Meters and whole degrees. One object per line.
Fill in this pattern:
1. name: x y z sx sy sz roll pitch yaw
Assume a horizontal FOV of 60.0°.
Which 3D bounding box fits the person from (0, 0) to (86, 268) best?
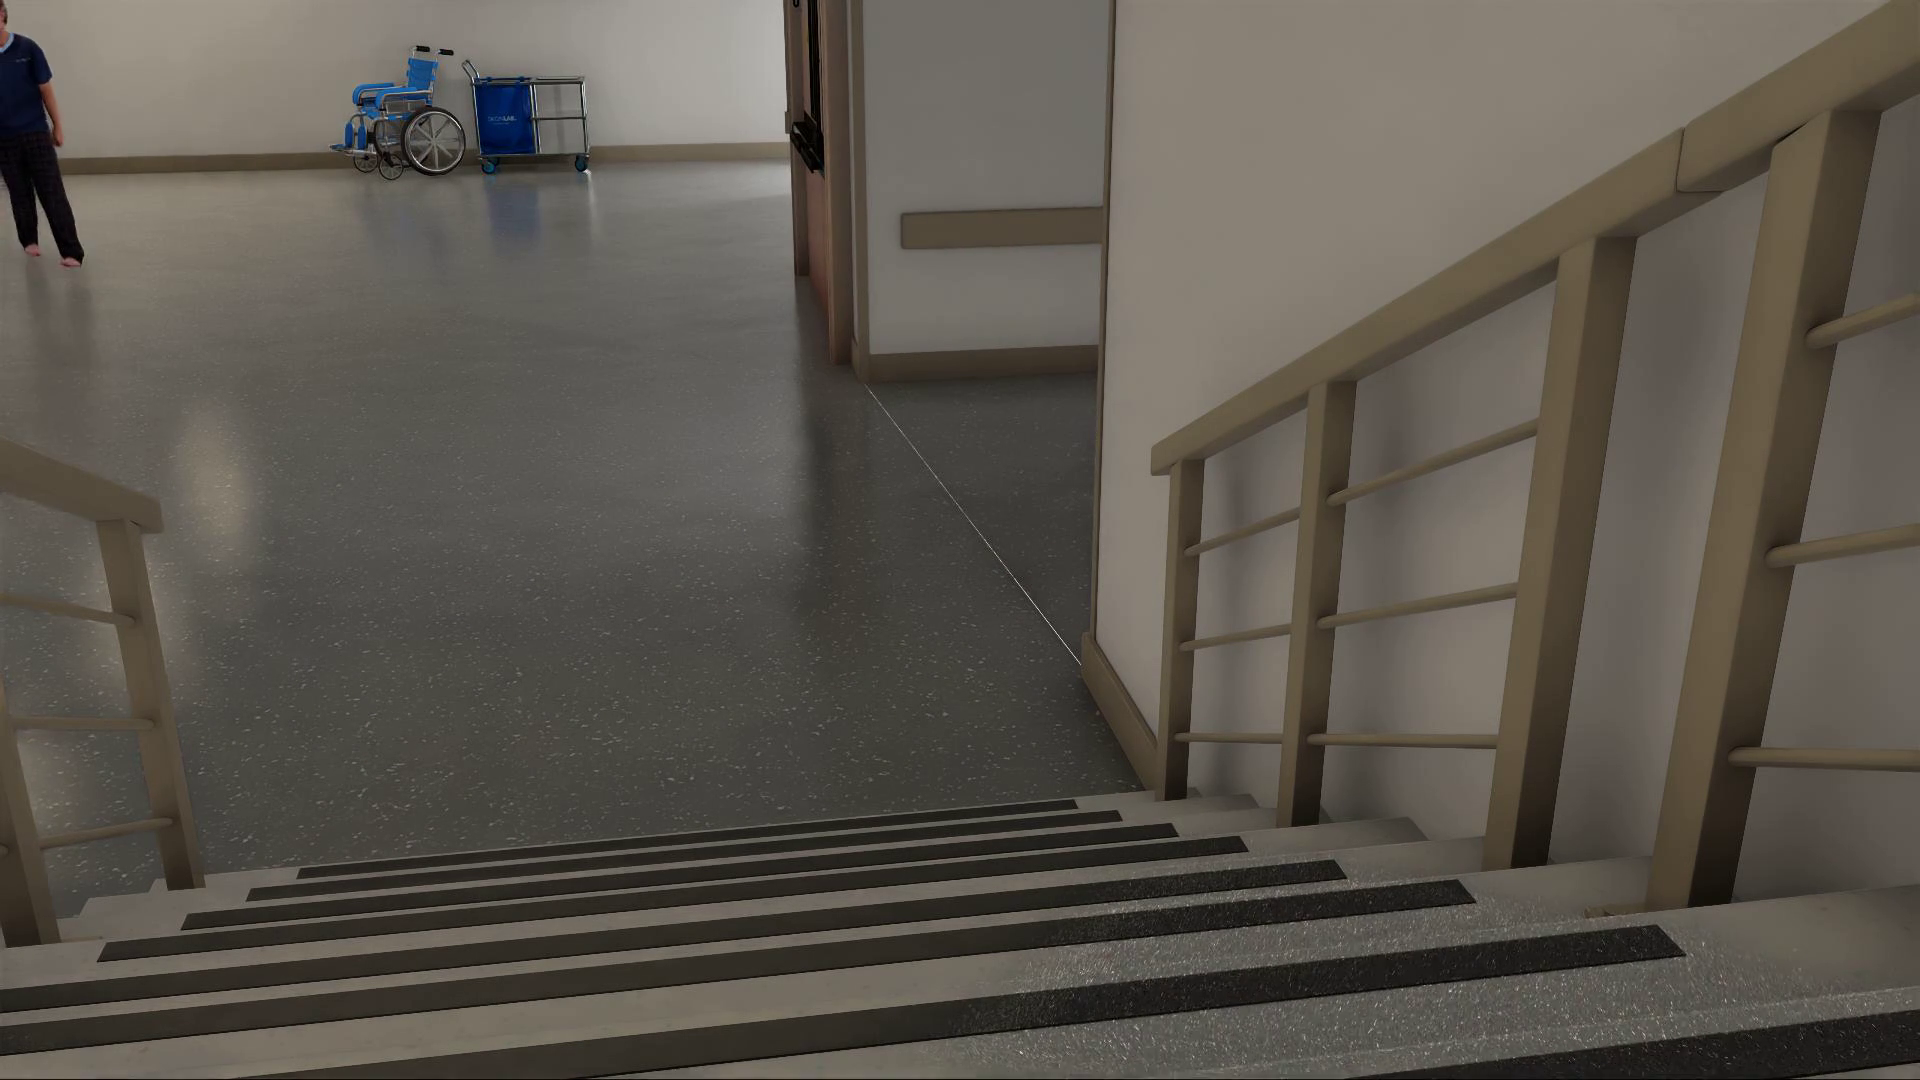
1. person: -6.545 -2.806 11.542 0.852 1.823 1.165 -10 23 -25
